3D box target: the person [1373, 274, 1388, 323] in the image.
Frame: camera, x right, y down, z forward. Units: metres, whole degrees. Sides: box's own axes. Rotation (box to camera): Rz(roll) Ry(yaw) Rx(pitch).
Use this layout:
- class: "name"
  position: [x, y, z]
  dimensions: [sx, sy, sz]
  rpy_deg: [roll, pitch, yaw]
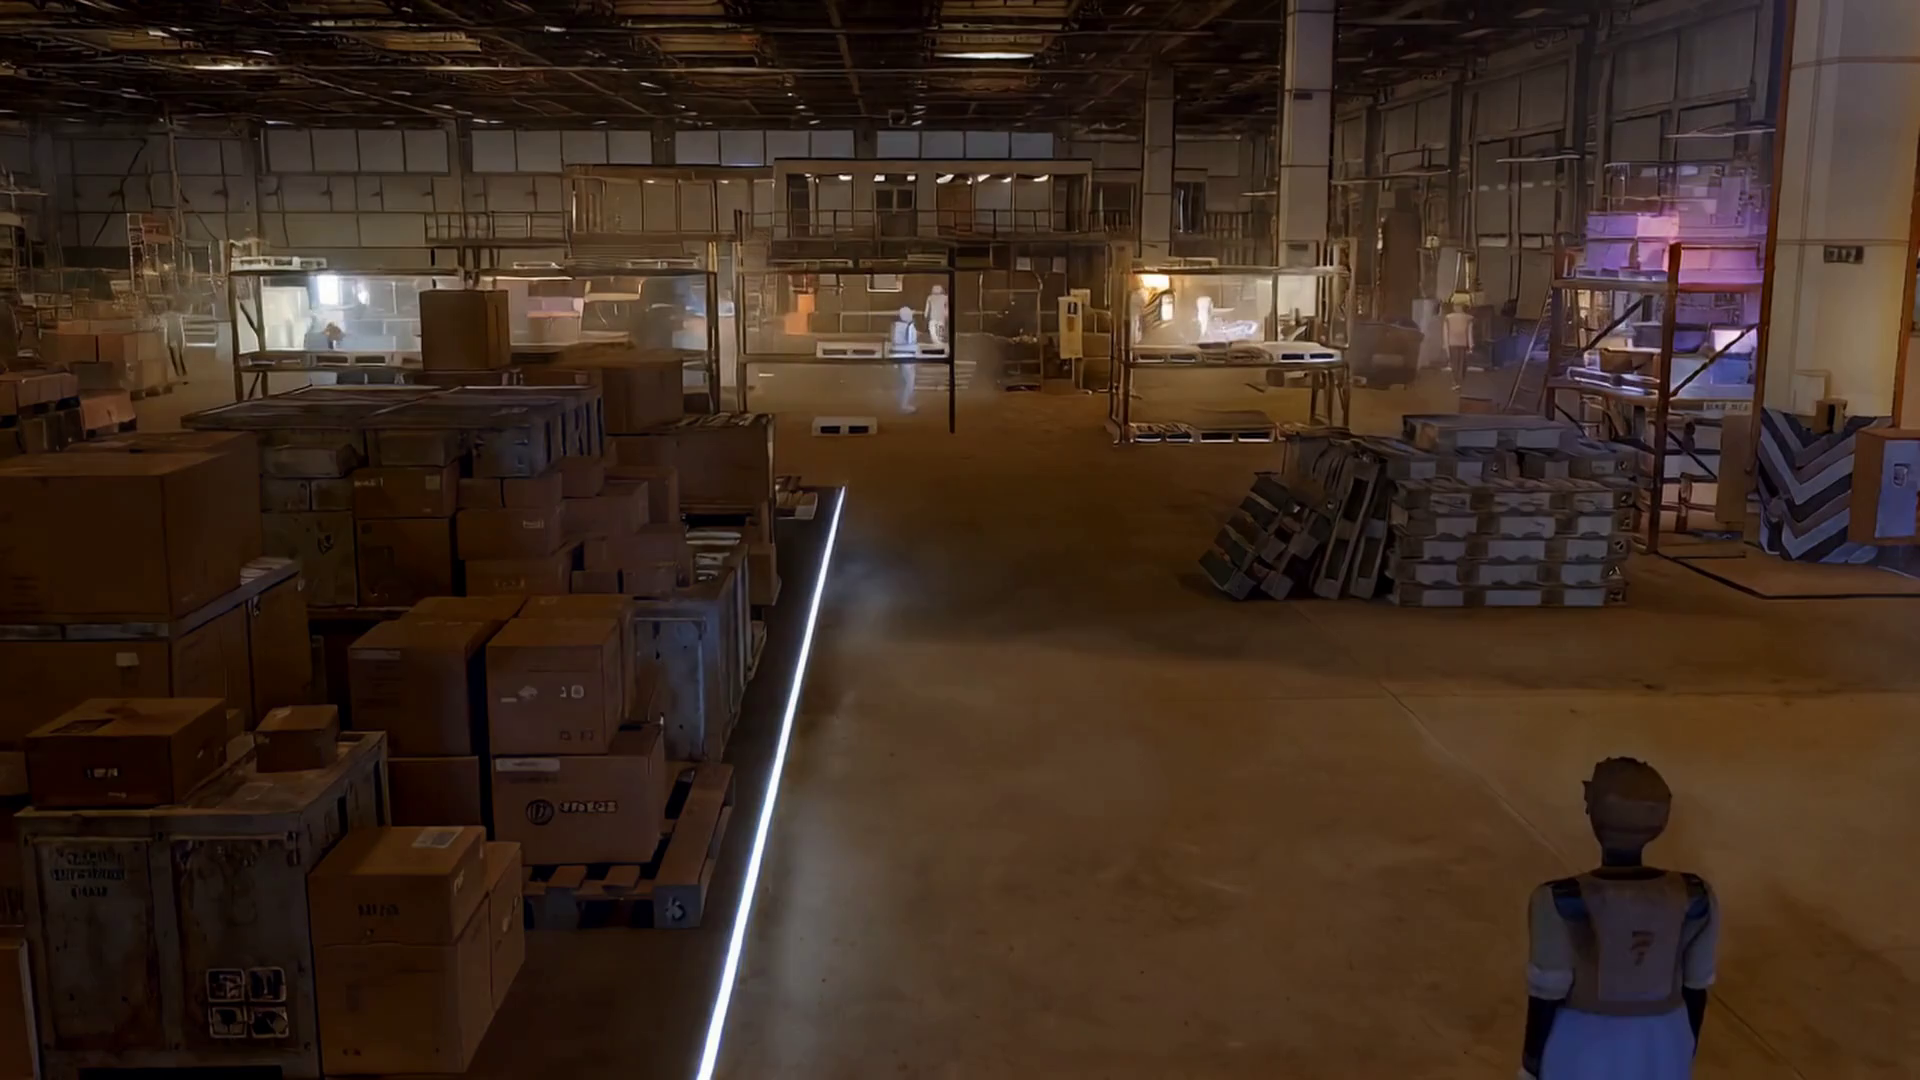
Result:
- class: "person"
  position: [14.524, -8.254, 57.606]
  dimensions: [0.606, 1.929, 0.508]
  rpy_deg: [0, 10, -2]

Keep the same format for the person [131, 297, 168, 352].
- class: "person"
  position: [-16.276, -3.914, 33.433]
  dimensions: [0.629, 1.931, 0.766]
  rpy_deg: [-5, 11, -24]

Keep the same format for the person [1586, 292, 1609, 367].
- class: "person"
  position: [15.061, -4.913, 39.242]
  dimensions: [0.631, 1.842, 0.428]
  rpy_deg: [-4, 11, -19]

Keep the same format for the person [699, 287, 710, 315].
- class: "person"
  position: [-7.387, -6.517, 48.467]
  dimensions: [0.438, 1.729, 0.502]
  rpy_deg: [-7, 13, -36]

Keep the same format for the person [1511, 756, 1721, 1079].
- class: "person"
  position: [1.735, 1.406, 4.443]
  dimensions: [0.529, 1.697, 0.321]
  rpy_deg: [-1, 10, -5]

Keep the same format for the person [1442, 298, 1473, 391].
- class: "person"
  position: [10.184, -4.006, 34.108]
  dimensions: [0.595, 1.875, 0.953]
  rpy_deg: [2, 10, 10]

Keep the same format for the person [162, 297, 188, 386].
- class: "person"
  position: [-16.609, -4.186, 35.135]
  dimensions: [0.329, 1.865, 0.518]
  rpy_deg: [6, 12, 32]

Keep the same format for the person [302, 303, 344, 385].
- class: "person"
  position: [-10.691, -2.964, 27.834]
  dimensions: [0.732, 2.000, 0.543]
  rpy_deg: [2, 10, 11]

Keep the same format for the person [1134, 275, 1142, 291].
- class: "person"
  position: [6.996, -9.632, 65.458]
  dimensions: [0.611, 1.867, 0.426]
  rpy_deg: [0, 10, -3]

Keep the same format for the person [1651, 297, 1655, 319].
- class: "person"
  position: [14.537, -4.198, 35.045]
  dimensions: [0.541, 1.916, 0.594]
  rpy_deg: [-2, 10, -8]

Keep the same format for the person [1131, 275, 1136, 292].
- class: "person"
  position: [6.329, -8.918, 61.289]
  dimensions: [0.356, 1.938, 0.545]
  rpy_deg: [2, 10, 11]

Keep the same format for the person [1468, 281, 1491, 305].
- class: "person"
  position: [14.370, -6.171, 45.963]
  dimensions: [0.644, 1.937, 1.016]
  rpy_deg: [1, 10, 6]

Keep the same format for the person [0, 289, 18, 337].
- class: "person"
  position: [-23.066, -5.098, 40.077]
  dimensions: [0.553, 1.908, 0.884]
  rpy_deg: [2, 10, 9]

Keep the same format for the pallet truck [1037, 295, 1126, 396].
- class: "pallet truck"
  position: [2.483, -3.881, 33.060]
  dimensions: [1.885, 1.965, 0.823]
  rpy_deg: [-7, 13, -36]

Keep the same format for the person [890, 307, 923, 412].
- class: "person"
  position: [-0.922, -3.232, 29.781]
  dimensions: [0.624, 1.867, 0.519]
  rpy_deg: [9, 14, 43]

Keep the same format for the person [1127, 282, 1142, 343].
- class: "person"
  position: [5.192, -6.782, 49.699]
  dimensions: [0.431, 1.836, 0.619]
  rpy_deg: [6, 12, 31]

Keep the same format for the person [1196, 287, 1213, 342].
- class: "person"
  position: [6.391, -5.691, 43.538]
  dimensions: [0.477, 1.857, 0.548]
  rpy_deg: [-9, 14, -43]

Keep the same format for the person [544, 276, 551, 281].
- class: "person"
  position: [-19.038, -11.668, 76.869]
  dimensions: [0.328, 1.842, 0.516]
  rpy_deg: [-8, 13, -37]

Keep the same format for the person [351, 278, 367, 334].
- class: "person"
  position: [-19.361, -7.510, 53.633]
  dimensions: [0.628, 1.867, 0.558]
  rpy_deg: [7, 12, 34]

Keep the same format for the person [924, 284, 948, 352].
- class: "person"
  position: [-0.607, -5.748, 43.682]
  dimensions: [0.645, 1.920, 0.649]
  rpy_deg: [-5, 11, -24]
